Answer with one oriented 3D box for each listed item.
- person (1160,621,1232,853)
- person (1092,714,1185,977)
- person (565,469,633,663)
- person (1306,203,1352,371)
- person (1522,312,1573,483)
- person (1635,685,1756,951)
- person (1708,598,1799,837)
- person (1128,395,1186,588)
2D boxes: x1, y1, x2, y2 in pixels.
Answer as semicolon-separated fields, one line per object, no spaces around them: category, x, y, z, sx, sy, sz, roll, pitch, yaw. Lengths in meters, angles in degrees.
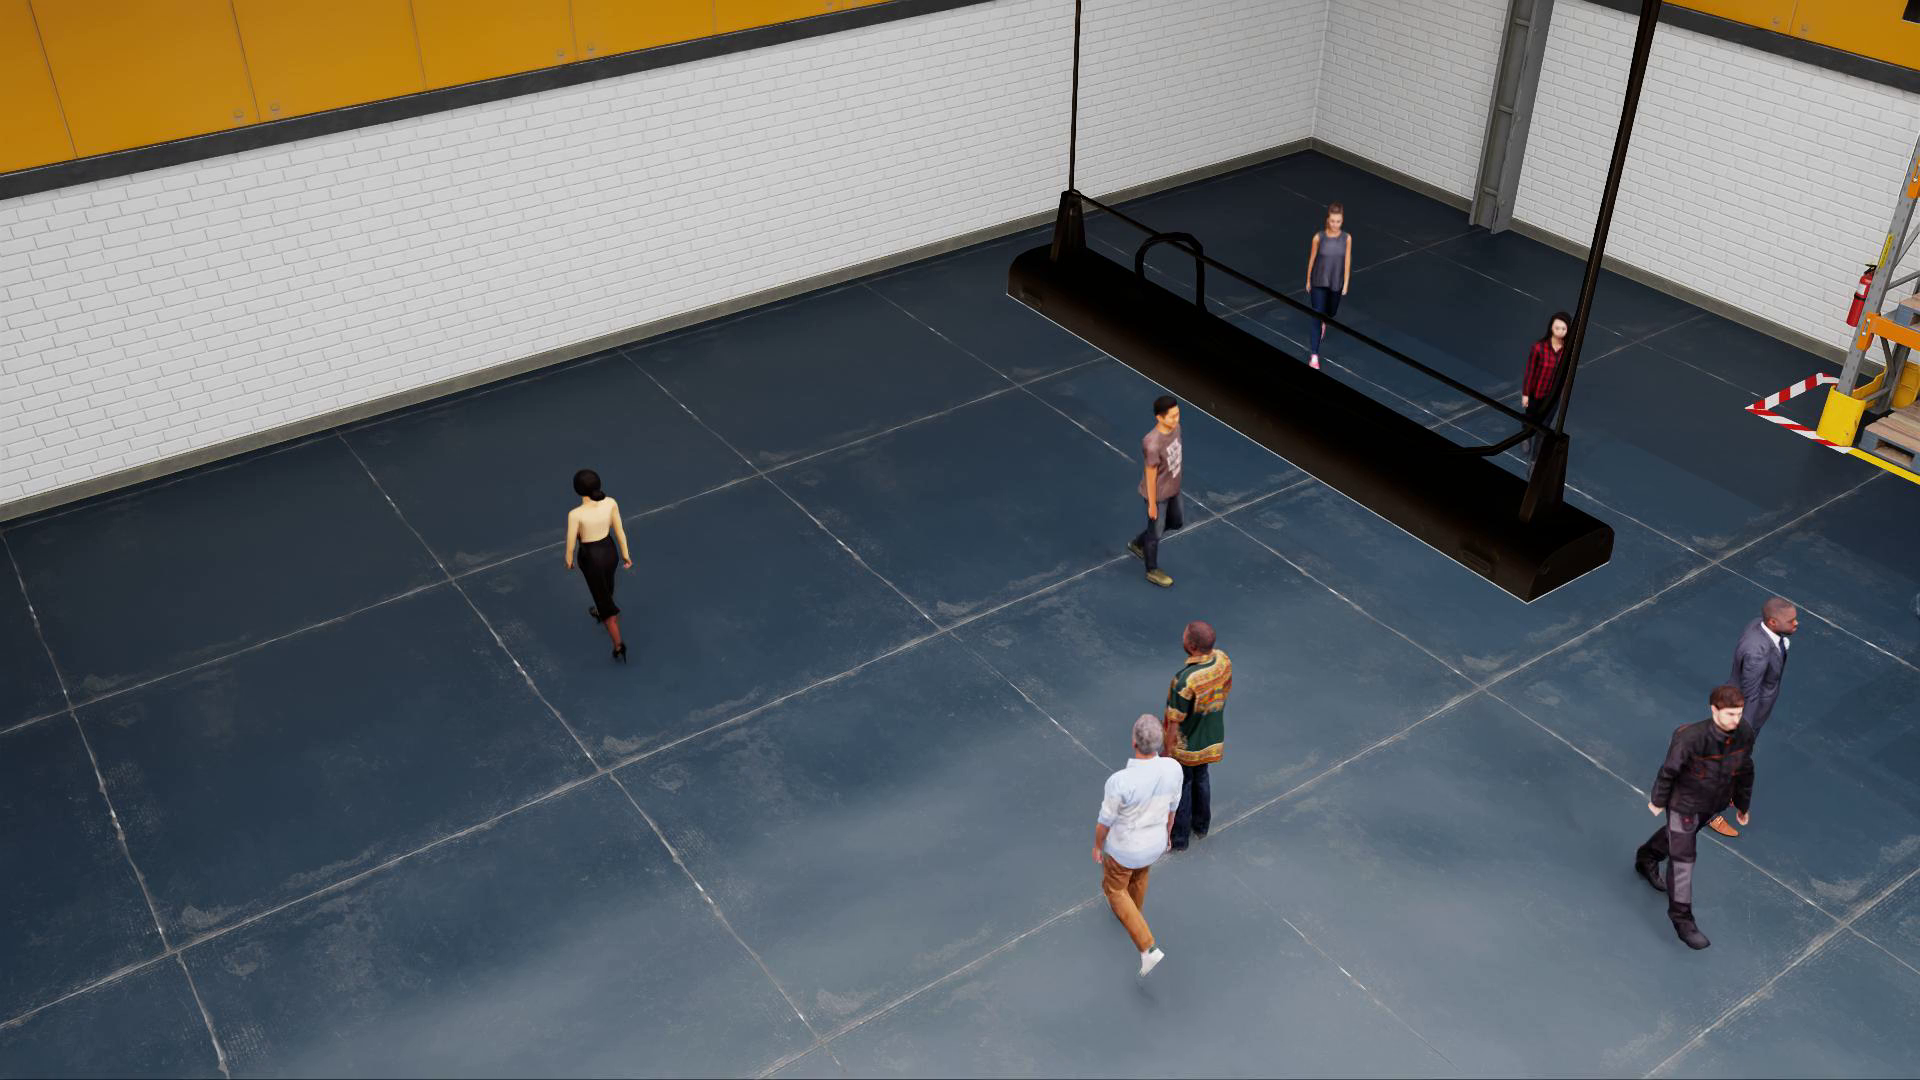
person;1.546;1.301;11.006;0.720;1.805;0.731;27;42;35
person;1.104;1.875;10.141;0.753;1.805;1.026;-16;37;-22
person;-2.735;0.224;12.789;0.646;1.624;0.961;-25;41;-32
person;3.757;-2.642;17.033;1.004;1.699;1.115;3;34;5
person;5.328;-1.386;15.226;1.046;1.607;1.099;6;34;9
person;4.609;1.607;10.556;0.924;1.792;1.200;-11;35;-16
person;5.299;1.142;11.227;0.776;1.824;0.790;16;37;23
person;1.570;-0.437;13.653;0.834;1.767;0.772;21;39;28
